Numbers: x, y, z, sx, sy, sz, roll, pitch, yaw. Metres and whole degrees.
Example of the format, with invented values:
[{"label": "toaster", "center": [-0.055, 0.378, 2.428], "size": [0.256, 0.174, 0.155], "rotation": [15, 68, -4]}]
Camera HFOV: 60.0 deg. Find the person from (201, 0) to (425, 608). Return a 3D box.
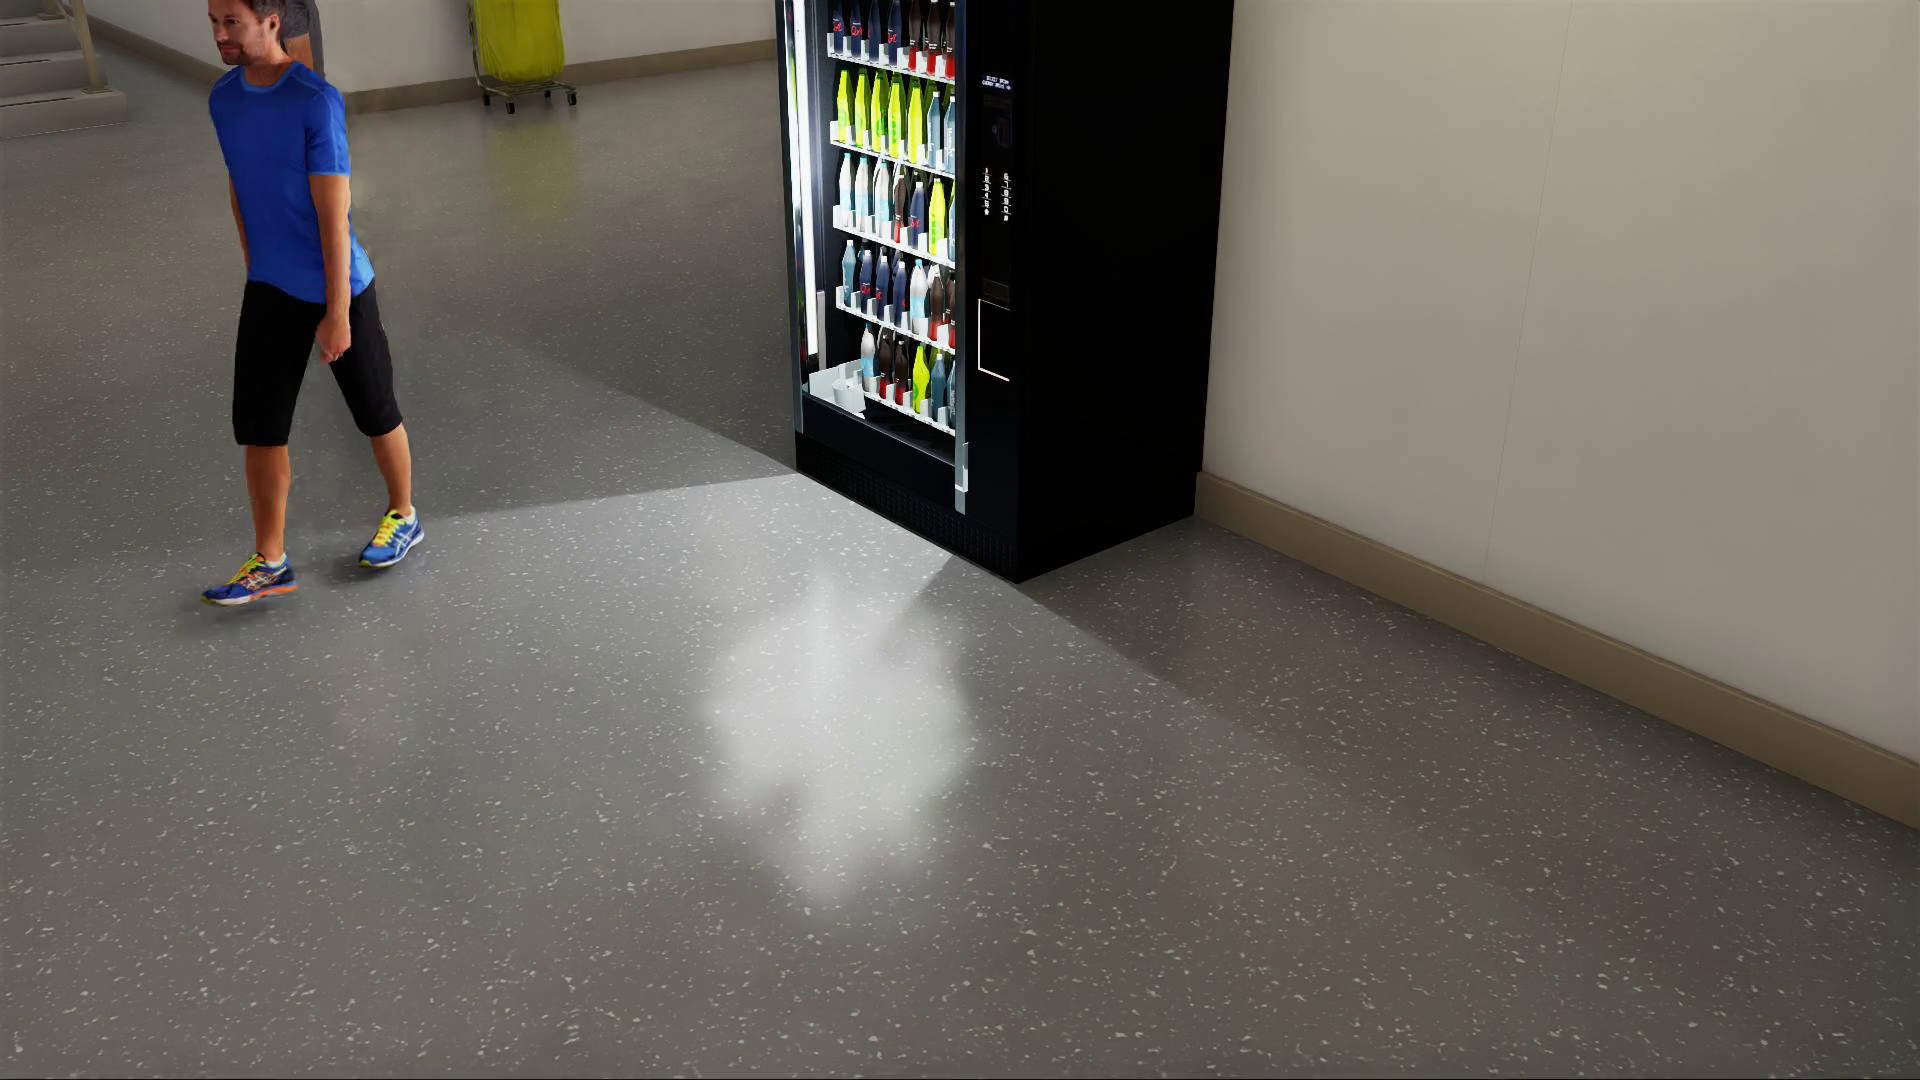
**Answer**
[{"label": "person", "center": [-1.888, -0.764, 5.027], "size": [1.059, 1.839, 1.008], "rotation": [8, 27, 17]}]
